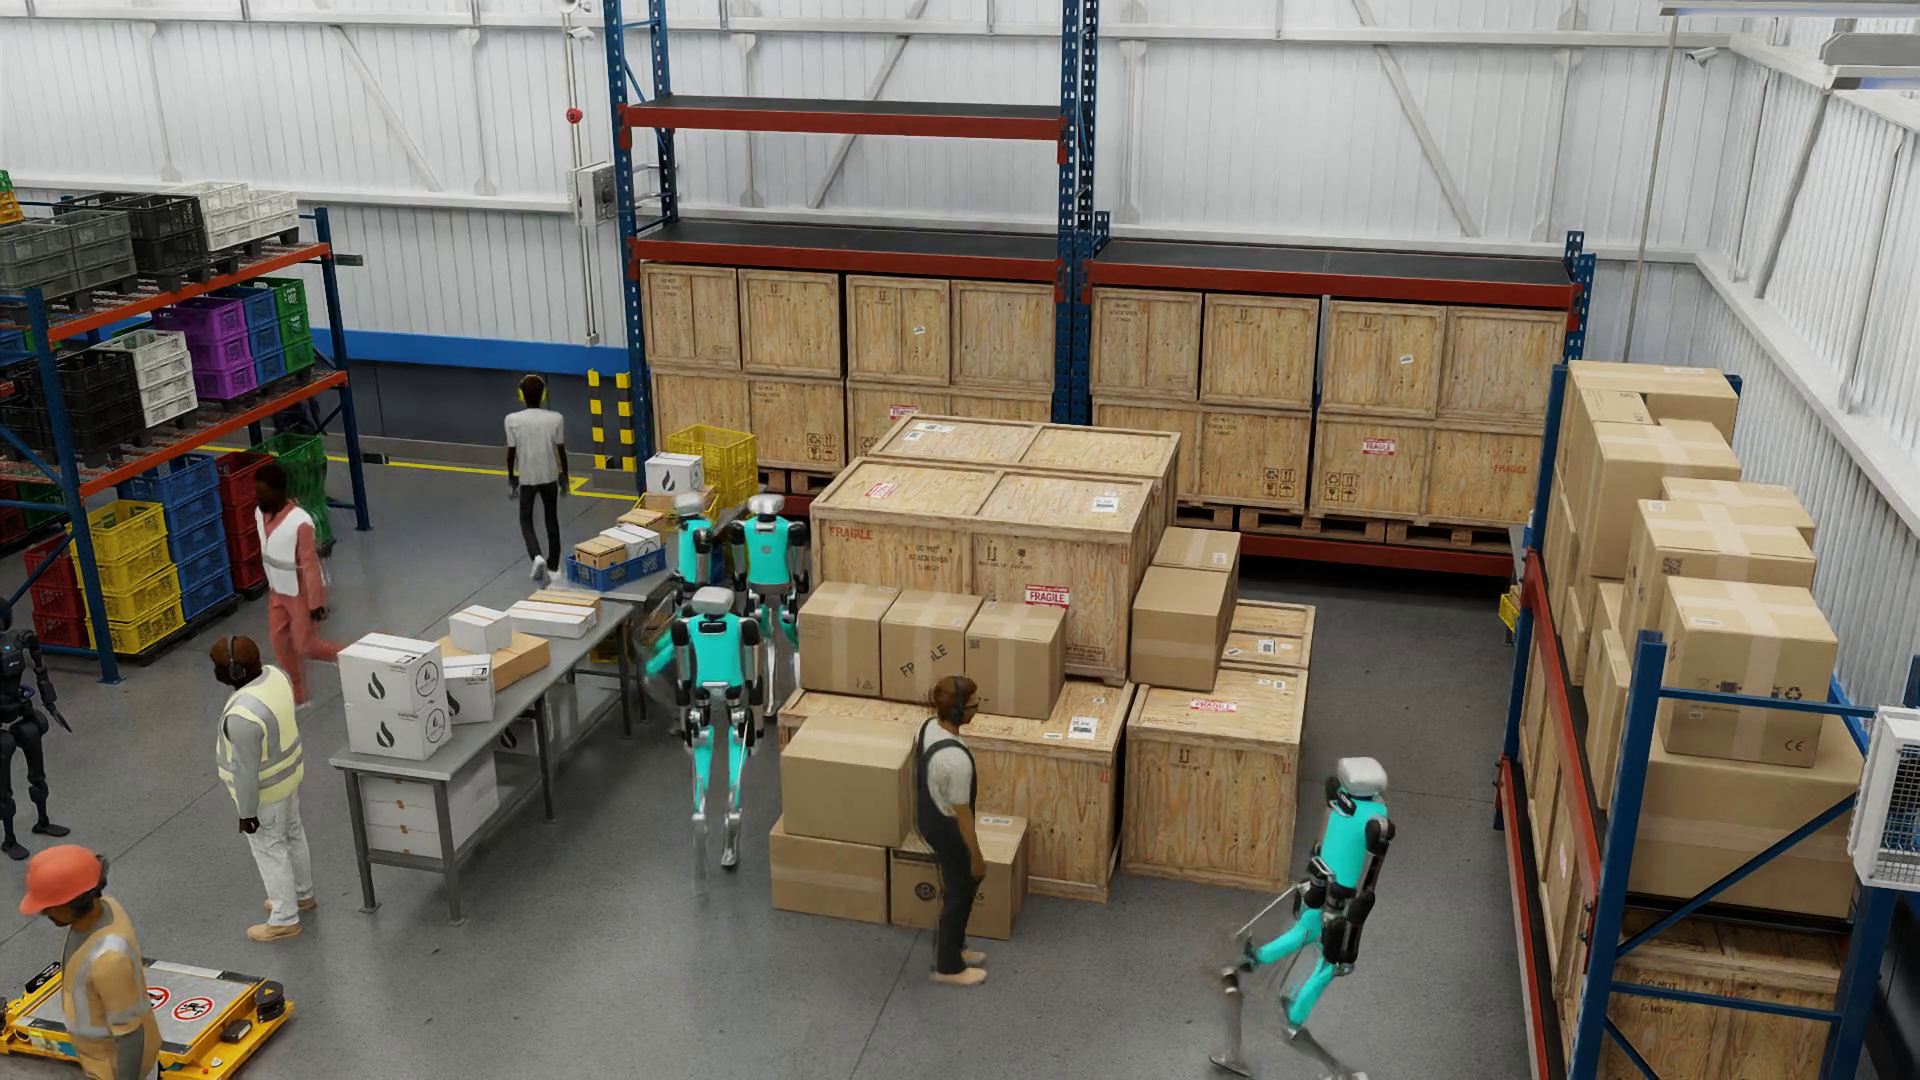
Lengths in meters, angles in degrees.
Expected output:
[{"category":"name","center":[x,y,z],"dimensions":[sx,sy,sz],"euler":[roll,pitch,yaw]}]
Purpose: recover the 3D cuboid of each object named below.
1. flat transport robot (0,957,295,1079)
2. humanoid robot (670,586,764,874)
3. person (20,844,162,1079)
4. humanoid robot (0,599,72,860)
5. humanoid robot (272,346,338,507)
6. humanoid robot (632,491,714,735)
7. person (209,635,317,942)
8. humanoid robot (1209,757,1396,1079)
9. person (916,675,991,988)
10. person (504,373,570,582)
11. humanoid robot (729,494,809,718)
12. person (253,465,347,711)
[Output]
[{"category":"flat transport robot","center":[-4.270,2.464,8.601],"dimensions":[1.431,0.231,0.659],"euler":[5,22,13]},{"category":"humanoid robot","center":[-1.444,1.260,9.848],"dimensions":[0.541,1.896,0.712],"euler":[1,21,2]},{"category":"person","center":[-3.542,2.152,6.939],"dimensions":[0.385,2.039,0.605],"euler":[-13,25,-31]},{"category":"humanoid robot","center":[-5.766,1.114,10.141],"dimensions":[0.315,1.655,0.599],"euler":[10,23,24]},{"category":"humanoid robot","center":[-6.367,-1.114,15.992],"dimensions":[0.513,1.639,0.584],"euler":[8,22,20]},{"category":"humanoid robot","center":[-2.026,0.538,11.502],"dimensions":[0.718,1.728,0.543],"euler":[-8,22,-20]},{"category":"person","center":[-3.885,1.373,9.272],"dimensions":[0.429,1.834,0.630],"euler":[-1,21,-2]},{"category":"humanoid robot","center":[1.562,1.911,8.058],"dimensions":[0.943,1.770,0.531],"euler":[-5,21,-13]},{"category":"person","center":[0.013,1.547,8.800],"dimensions":[0.462,1.829,0.558],"euler":[-7,22,-19]},{"category":"person","center":[-3.579,-0.501,14.131],"dimensions":[0.510,1.859,0.477],"euler":[-7,22,-17]},{"category":"humanoid robot","center":[-1.296,0.438,11.783],"dimensions":[0.530,1.755,0.680],"euler":[1,21,4]},{"category":"person","center":[-4.708,0.344,11.877],"dimensions":[0.594,1.901,0.696],"euler":[15,26,35]}]
